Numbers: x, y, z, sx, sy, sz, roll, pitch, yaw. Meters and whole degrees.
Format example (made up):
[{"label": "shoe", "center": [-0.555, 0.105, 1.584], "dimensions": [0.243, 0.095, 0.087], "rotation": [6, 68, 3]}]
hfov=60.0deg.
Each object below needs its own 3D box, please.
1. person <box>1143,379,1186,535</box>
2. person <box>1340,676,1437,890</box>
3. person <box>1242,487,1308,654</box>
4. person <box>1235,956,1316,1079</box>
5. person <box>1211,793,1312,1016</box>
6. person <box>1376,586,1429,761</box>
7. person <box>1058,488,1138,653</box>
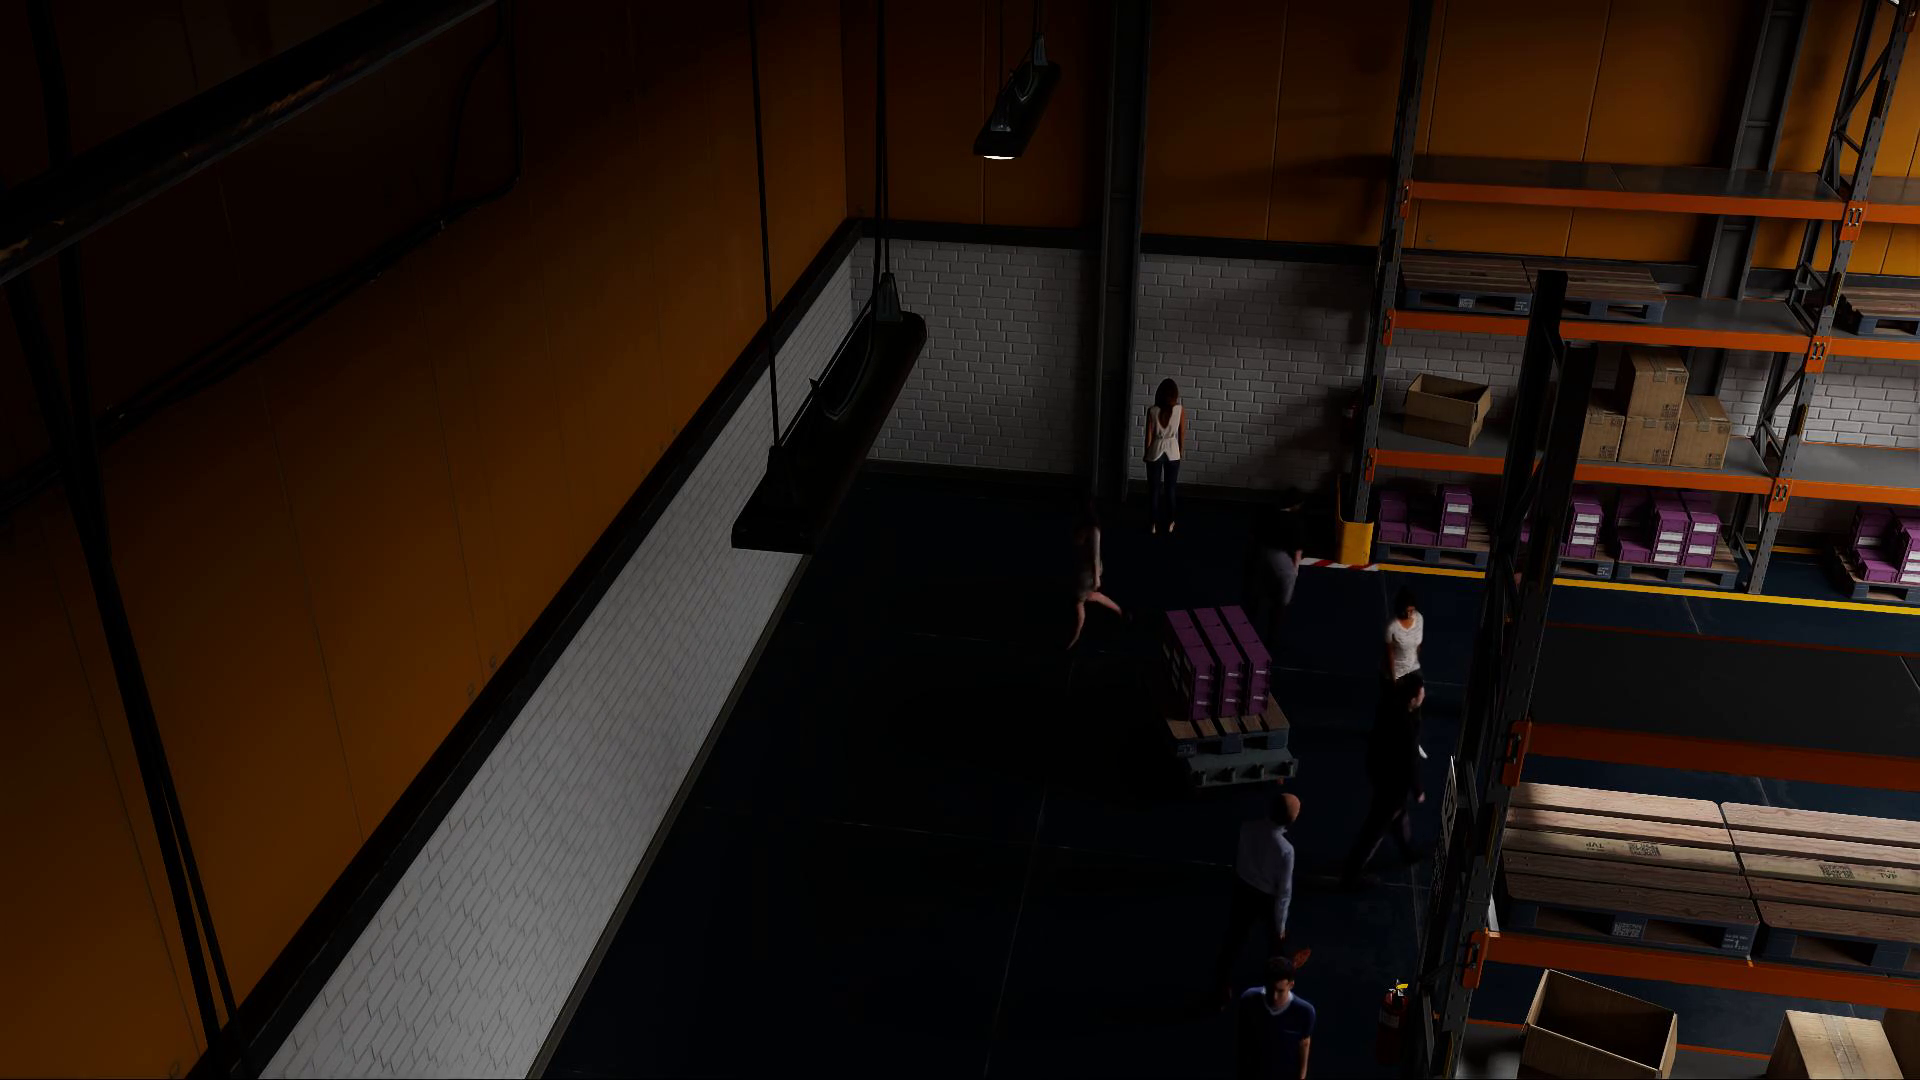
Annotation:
[{"label": "person", "center": [2.181, -0.893, 17.780], "dimensions": [0.542, 1.785, 0.691], "rotation": [-2, 29, -4]}, {"label": "person", "center": [3.183, 1.879, 12.611], "dimensions": [1.196, 1.867, 0.912], "rotation": [-3, 29, -6]}, {"label": "person", "center": [2.879, 0.248, 15.751], "dimensions": [0.712, 1.724, 0.876], "rotation": [8, 30, 15]}, {"label": "person", "center": [1.934, 3.222, 10.199], "dimensions": [1.027, 1.820, 0.760], "rotation": [10, 30, 17]}, {"label": "person", "center": [2.020, 2.561, 11.500], "dimensions": [1.234, 1.735, 1.224], "rotation": [25, 37, 38]}, {"label": "person", "center": [3.722, 1.088, 14.326], "dimensions": [0.862, 1.614, 0.880], "rotation": [-13, 31, -22]}, {"label": "person", "center": [1.282, 0.291, 15.674], "dimensions": [1.097, 1.723, 0.856], "rotation": [-6, 29, -11]}]
